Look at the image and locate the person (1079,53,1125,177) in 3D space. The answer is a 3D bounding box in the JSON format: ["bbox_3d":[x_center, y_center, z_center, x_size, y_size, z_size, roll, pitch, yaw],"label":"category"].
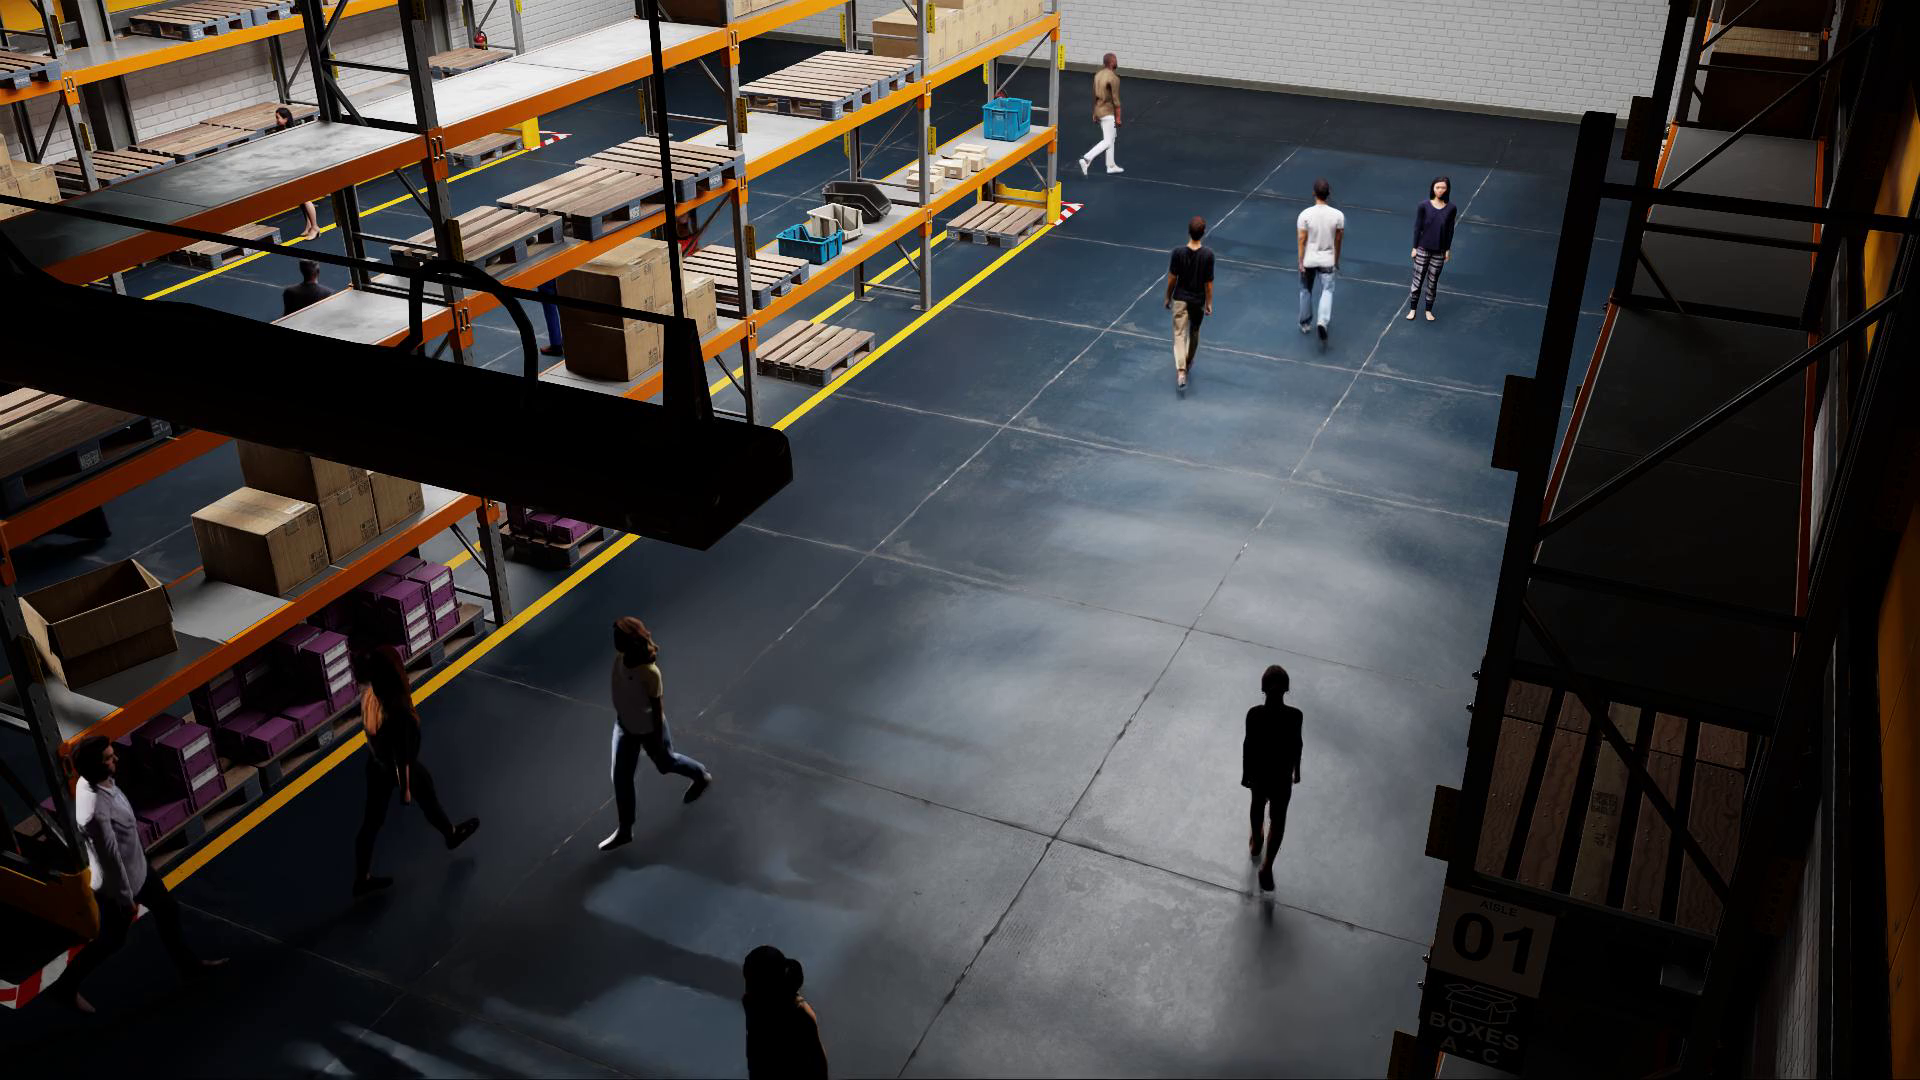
[{"bbox_3d":[2.116,-6.289,24.727,1.173,1.796,1.096,-12,31,-20],"label":"person"}]

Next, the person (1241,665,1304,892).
[{"bbox_3d":[1.997,1.520,10.681,0.631,1.537,0.992,7,29,13],"label":"person"}]

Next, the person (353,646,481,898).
[{"bbox_3d":[-3.680,1.515,10.566,0.769,1.656,1.236,20,34,32],"label":"person"}]

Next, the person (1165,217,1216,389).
[{"bbox_3d":[2.444,-2.502,17.759,0.926,1.819,1.232,2,29,4],"label":"person"}]

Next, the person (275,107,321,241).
[{"bbox_3d":[-8.855,-4.890,22.190,0.796,1.769,0.774,-19,34,-31],"label":"person"}]

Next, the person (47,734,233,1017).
[{"bbox_3d":[-4.948,1.961,9.587,1.296,1.810,1.201,-11,30,-19],"label":"person"}]

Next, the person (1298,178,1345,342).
[{"bbox_3d":[4.089,-3.155,18.934,0.858,1.840,1.097,5,29,9],"label":"person"}]

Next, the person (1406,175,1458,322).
[{"bbox_3d":[5.550,-3.446,19.579,0.655,1.734,0.599,5,29,9],"label":"person"}]

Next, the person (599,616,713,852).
[{"bbox_3d":[-2.016,1.227,11.066,0.874,1.682,1.244,24,36,36],"label":"person"}]

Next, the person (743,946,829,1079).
[{"bbox_3d":[-0.784,2.707,8.327,0.695,1.707,0.567,4,29,7],"label":"person"}]

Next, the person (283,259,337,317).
[{"bbox_3d":[-6.489,-1.935,16.722,0.979,1.818,1.067,-3,29,-6],"label":"person"}]
